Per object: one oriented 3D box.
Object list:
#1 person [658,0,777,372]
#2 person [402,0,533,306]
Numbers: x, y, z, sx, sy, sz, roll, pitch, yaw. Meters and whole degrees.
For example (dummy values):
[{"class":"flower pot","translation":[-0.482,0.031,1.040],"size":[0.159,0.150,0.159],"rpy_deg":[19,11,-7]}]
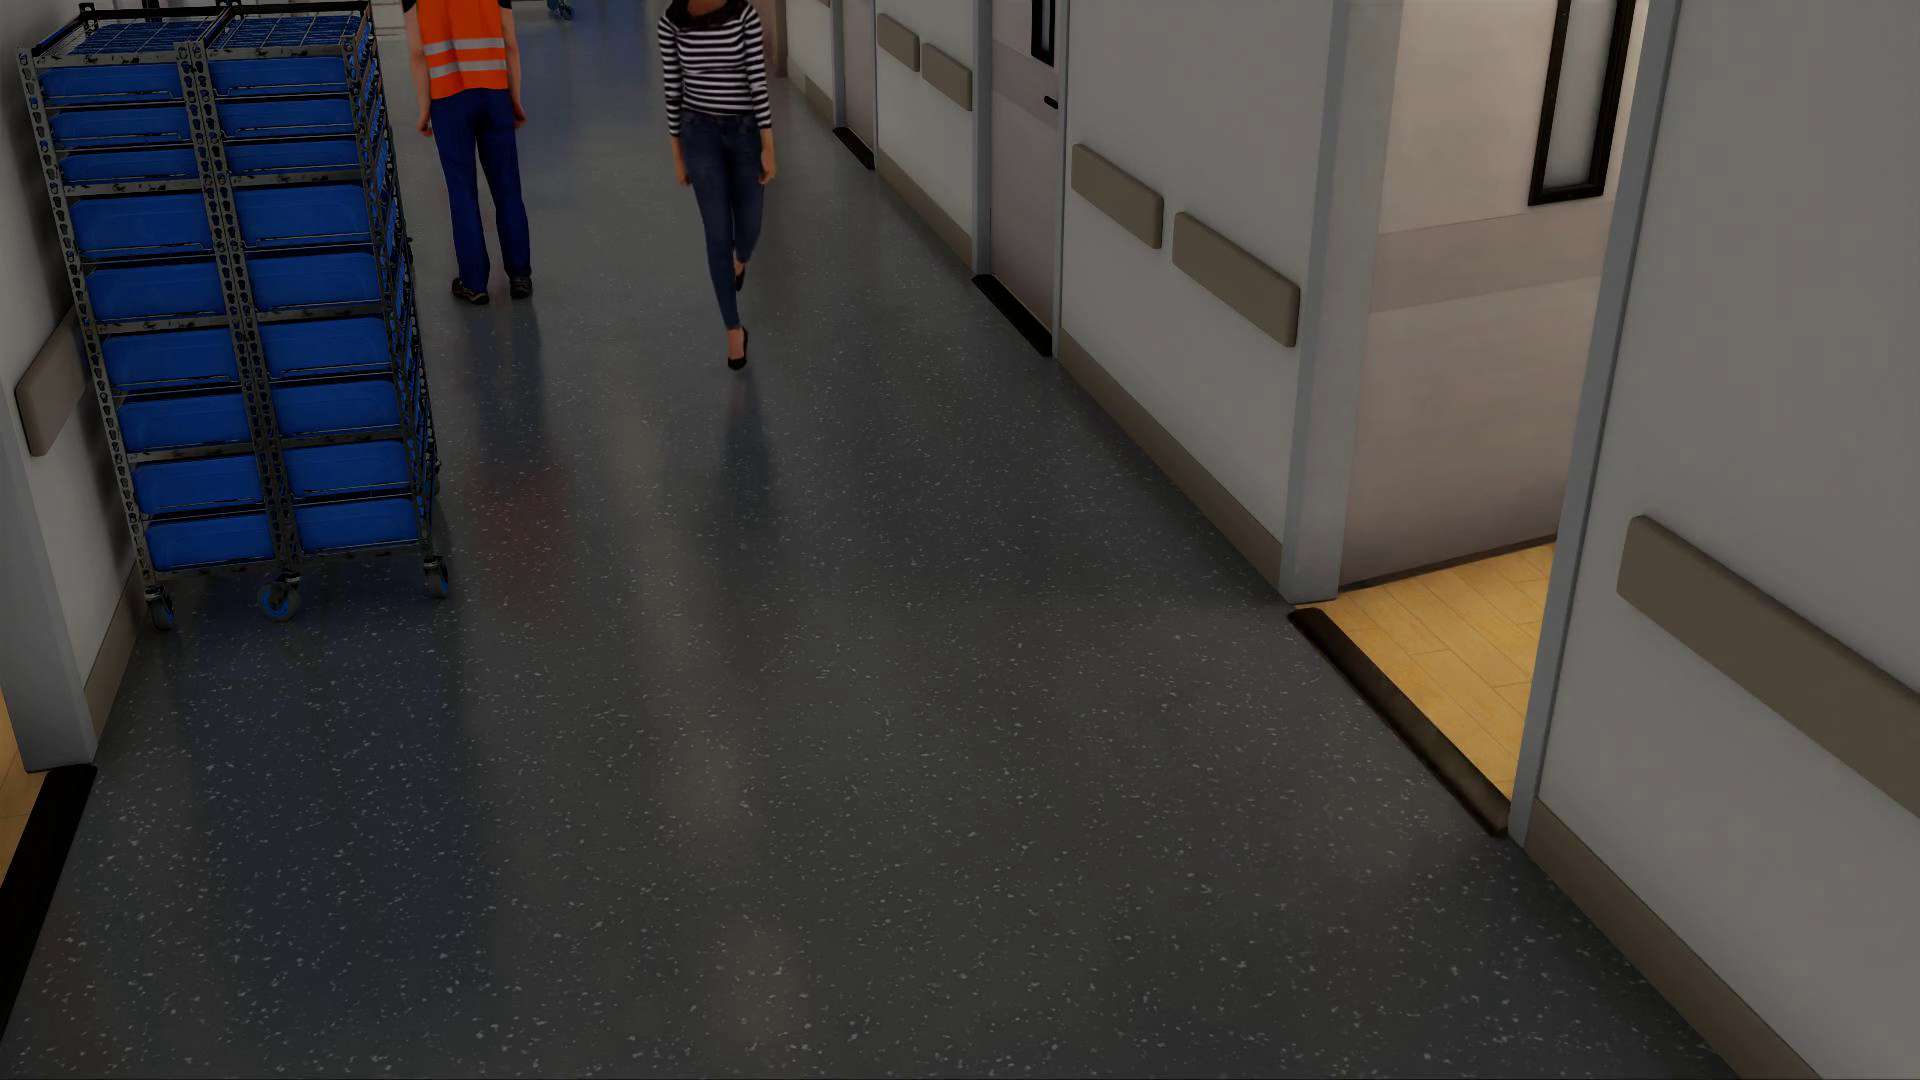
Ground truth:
[{"class":"person","translation":[-0.990,-1.638,7.022],"size":[0.721,1.759,1.104],"rpy_deg":[-3,26,-6]},{"class":"person","translation":[-2.281,-2.052,7.751],"size":[0.724,1.888,0.700],"rpy_deg":[-13,29,-25]}]
